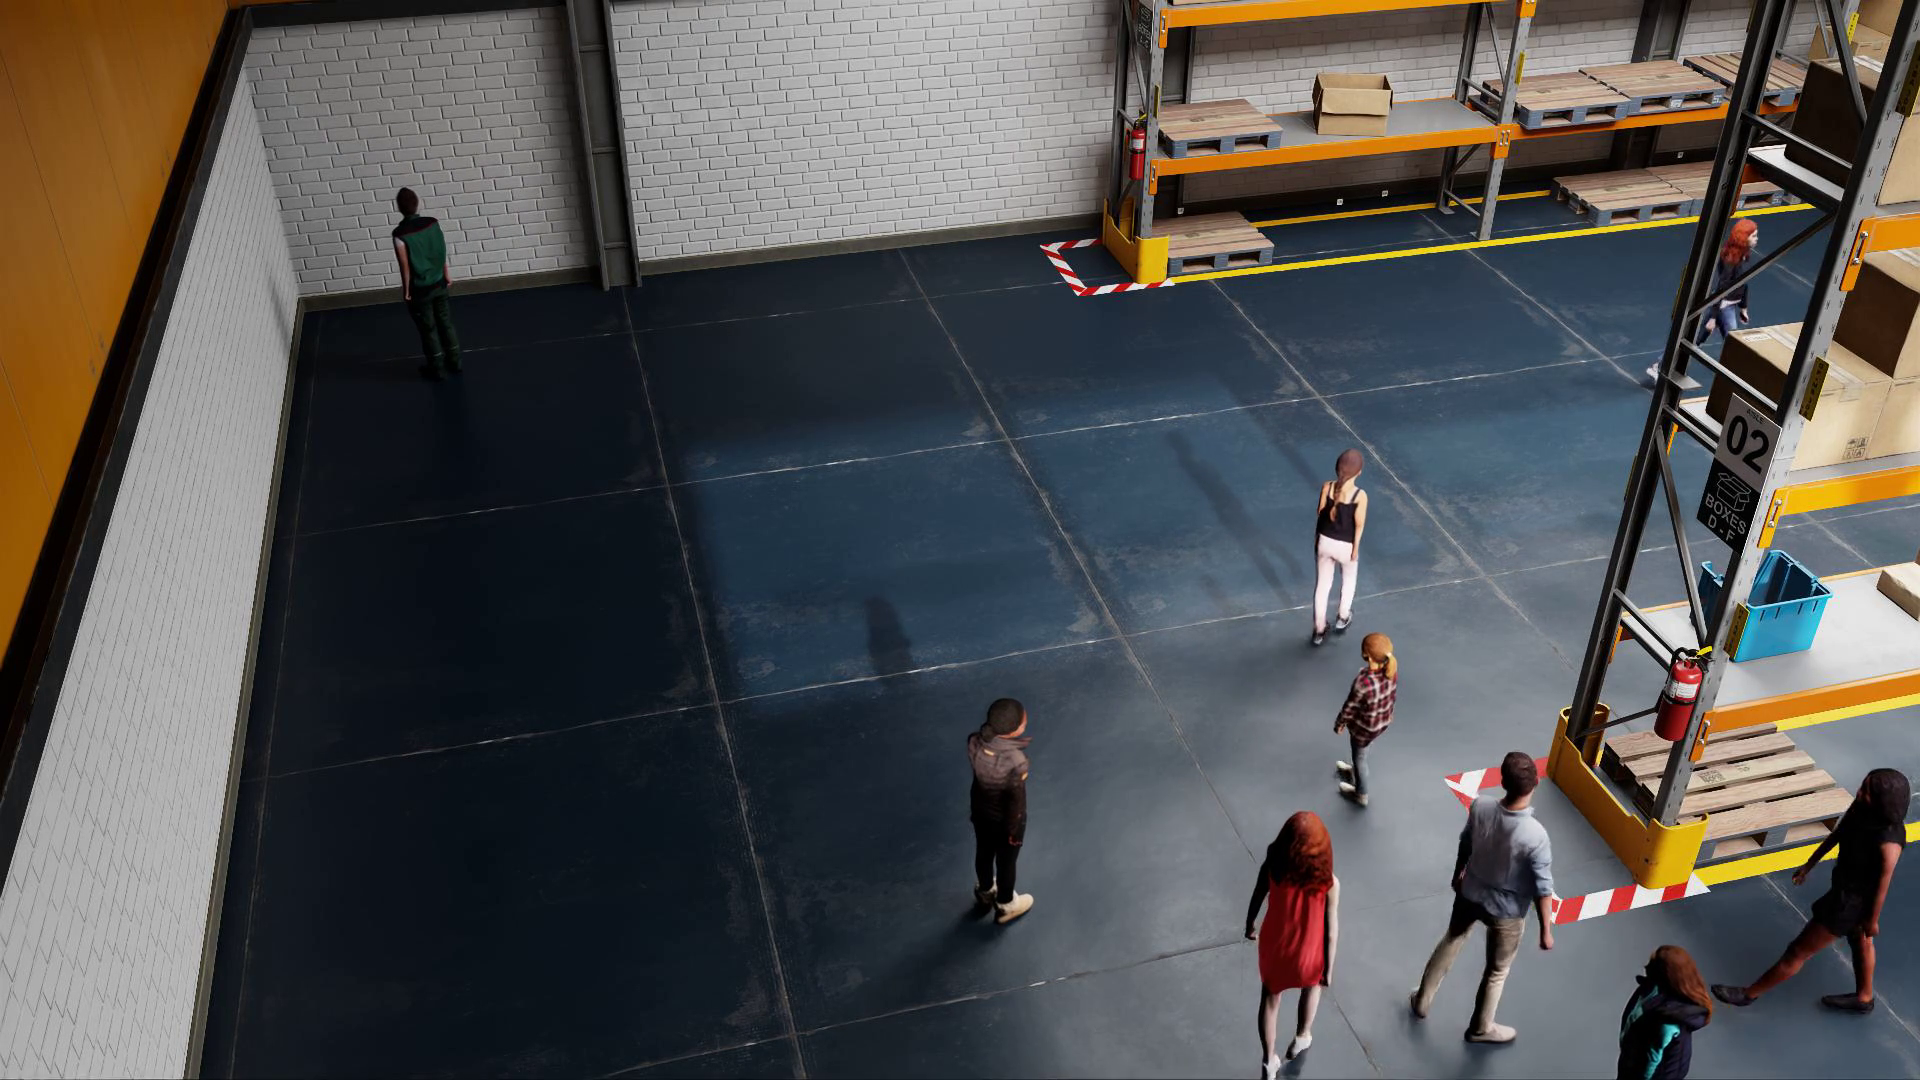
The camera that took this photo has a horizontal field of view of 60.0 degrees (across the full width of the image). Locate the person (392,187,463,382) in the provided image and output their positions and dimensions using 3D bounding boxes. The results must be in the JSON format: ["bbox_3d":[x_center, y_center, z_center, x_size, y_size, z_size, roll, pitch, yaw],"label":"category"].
[{"bbox_3d":[-4.902,-2.349,15.235,0.798,1.841,0.699,25,41,33],"label":"person"}]

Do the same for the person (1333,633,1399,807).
[{"bbox_3d":[2.606,1.154,10.454,0.657,1.299,0.709,-20,39,-27],"label":"person"}]

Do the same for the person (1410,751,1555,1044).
[{"bbox_3d":[2.788,1.908,8.837,0.816,1.834,0.883,-12,36,-18],"label":"person"}]

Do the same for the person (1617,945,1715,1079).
[{"bbox_3d":[3.378,2.551,8.173,0.723,1.498,0.678,11,35,16],"label":"person"}]

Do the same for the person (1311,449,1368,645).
[{"bbox_3d":[2.667,0.074,11.854,0.751,1.549,0.796,15,36,21],"label":"person"}]

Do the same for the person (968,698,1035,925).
[{"bbox_3d":[0.215,1.563,9.509,0.769,1.663,0.710,-27,42,-34],"label":"person"}]

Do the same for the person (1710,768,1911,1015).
[{"bbox_3d":[4.872,1.941,8.912,1.224,1.696,0.941,5,34,7],"label":"person"}]

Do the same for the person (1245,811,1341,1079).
[{"bbox_3d":[1.668,2.162,8.472,0.796,1.815,0.861,13,36,19],"label":"person"}]

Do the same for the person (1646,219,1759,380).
[{"bbox_3d":[6.705,-2.027,14.844,1.135,1.738,1.212,25,41,32],"label":"person"}]
